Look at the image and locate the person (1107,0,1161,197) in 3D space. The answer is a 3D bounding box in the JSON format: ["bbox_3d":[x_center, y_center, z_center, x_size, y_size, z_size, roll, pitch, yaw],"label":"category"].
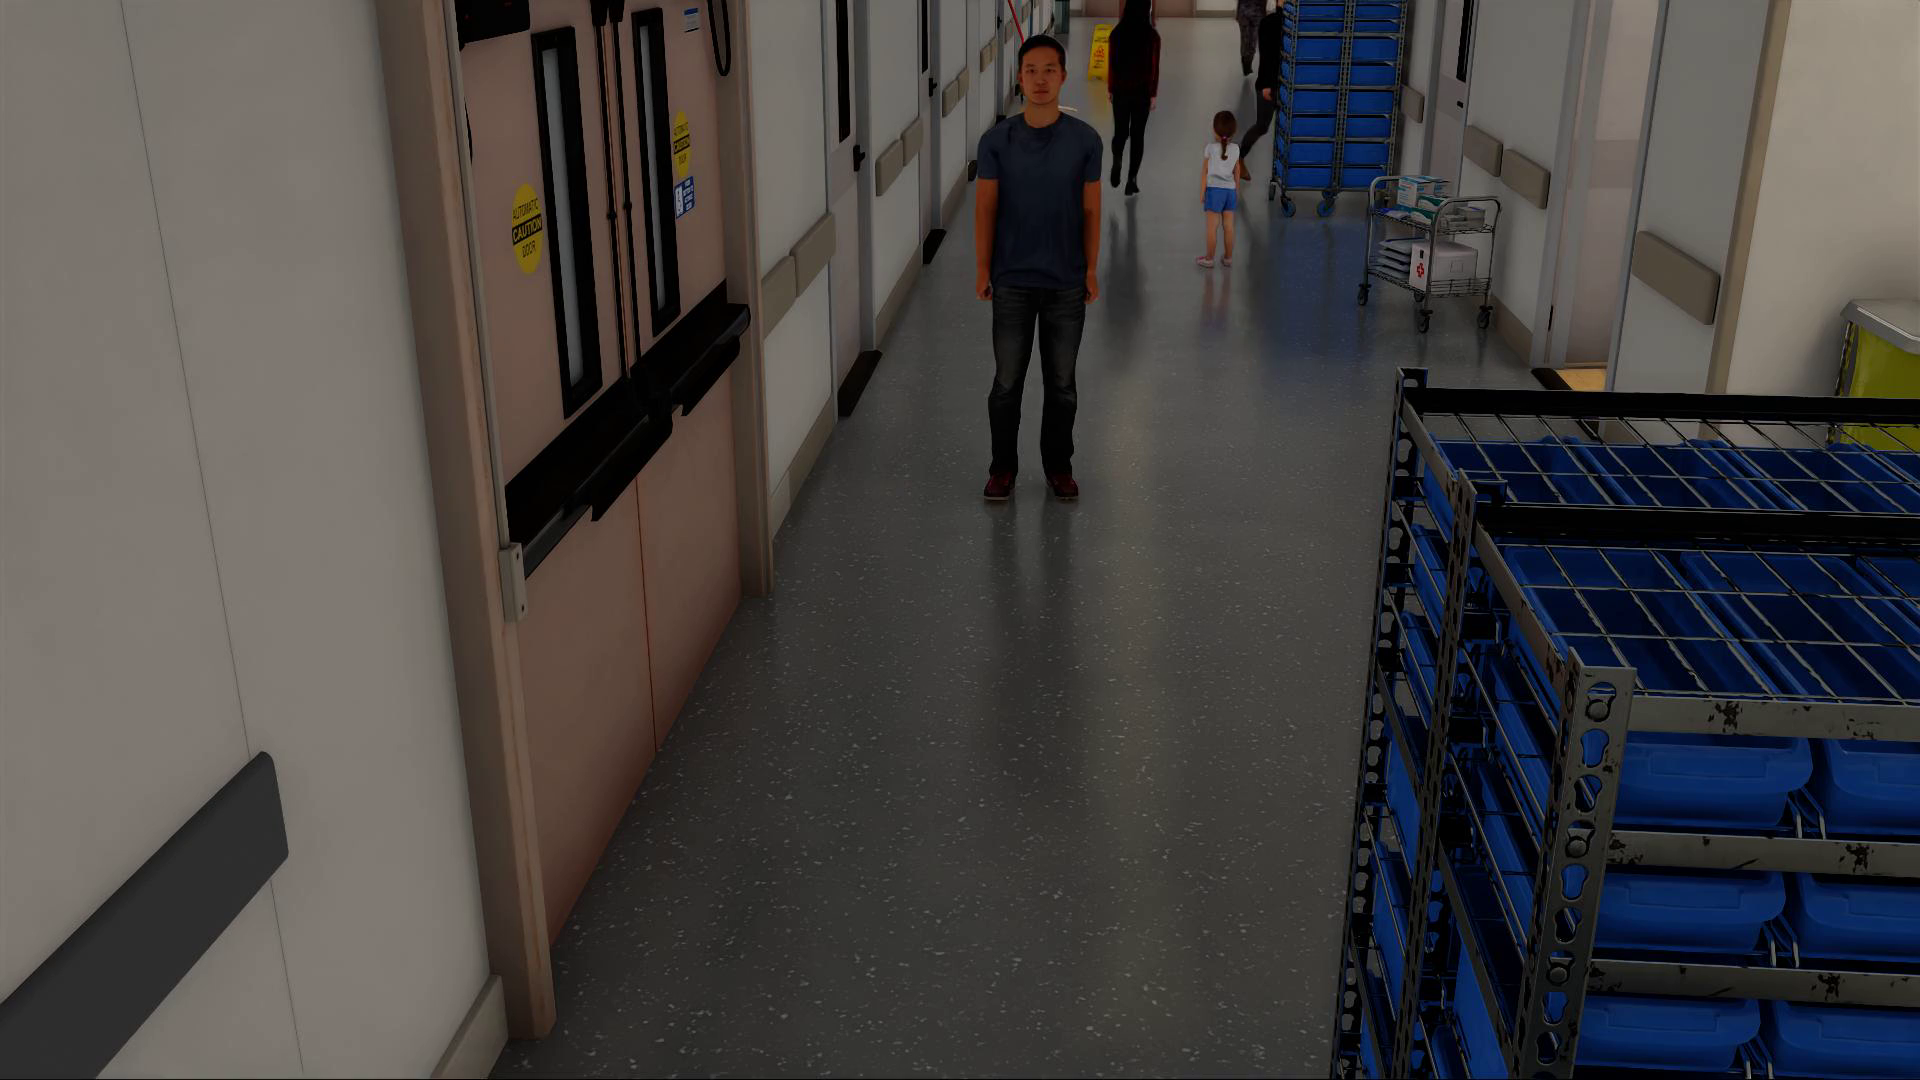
[{"bbox_3d":[1.386,-3.623,13.588,0.693,1.641,0.871,7,22,17],"label":"person"}]

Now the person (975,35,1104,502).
[{"bbox_3d":[0.305,-1.048,6.551,0.677,1.810,0.586,-1,21,-3],"label":"person"}]

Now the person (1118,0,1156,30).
[{"bbox_3d":[2.460,-7.236,23.032,0.662,1.709,0.818,2,21,5],"label":"person"}]

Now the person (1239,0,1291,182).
[{"bbox_3d":[2.681,-3.949,14.352,1.026,1.711,1.121,-14,25,-33],"label":"person"}]

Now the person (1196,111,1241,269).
[{"bbox_3d":[1.733,-2.332,11.060,0.475,1.016,0.496,-6,22,-16],"label":"person"}]

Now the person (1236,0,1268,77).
[{"bbox_3d":[4.083,-7.364,23.416,0.788,1.675,1.166,6,22,16],"label":"person"}]
